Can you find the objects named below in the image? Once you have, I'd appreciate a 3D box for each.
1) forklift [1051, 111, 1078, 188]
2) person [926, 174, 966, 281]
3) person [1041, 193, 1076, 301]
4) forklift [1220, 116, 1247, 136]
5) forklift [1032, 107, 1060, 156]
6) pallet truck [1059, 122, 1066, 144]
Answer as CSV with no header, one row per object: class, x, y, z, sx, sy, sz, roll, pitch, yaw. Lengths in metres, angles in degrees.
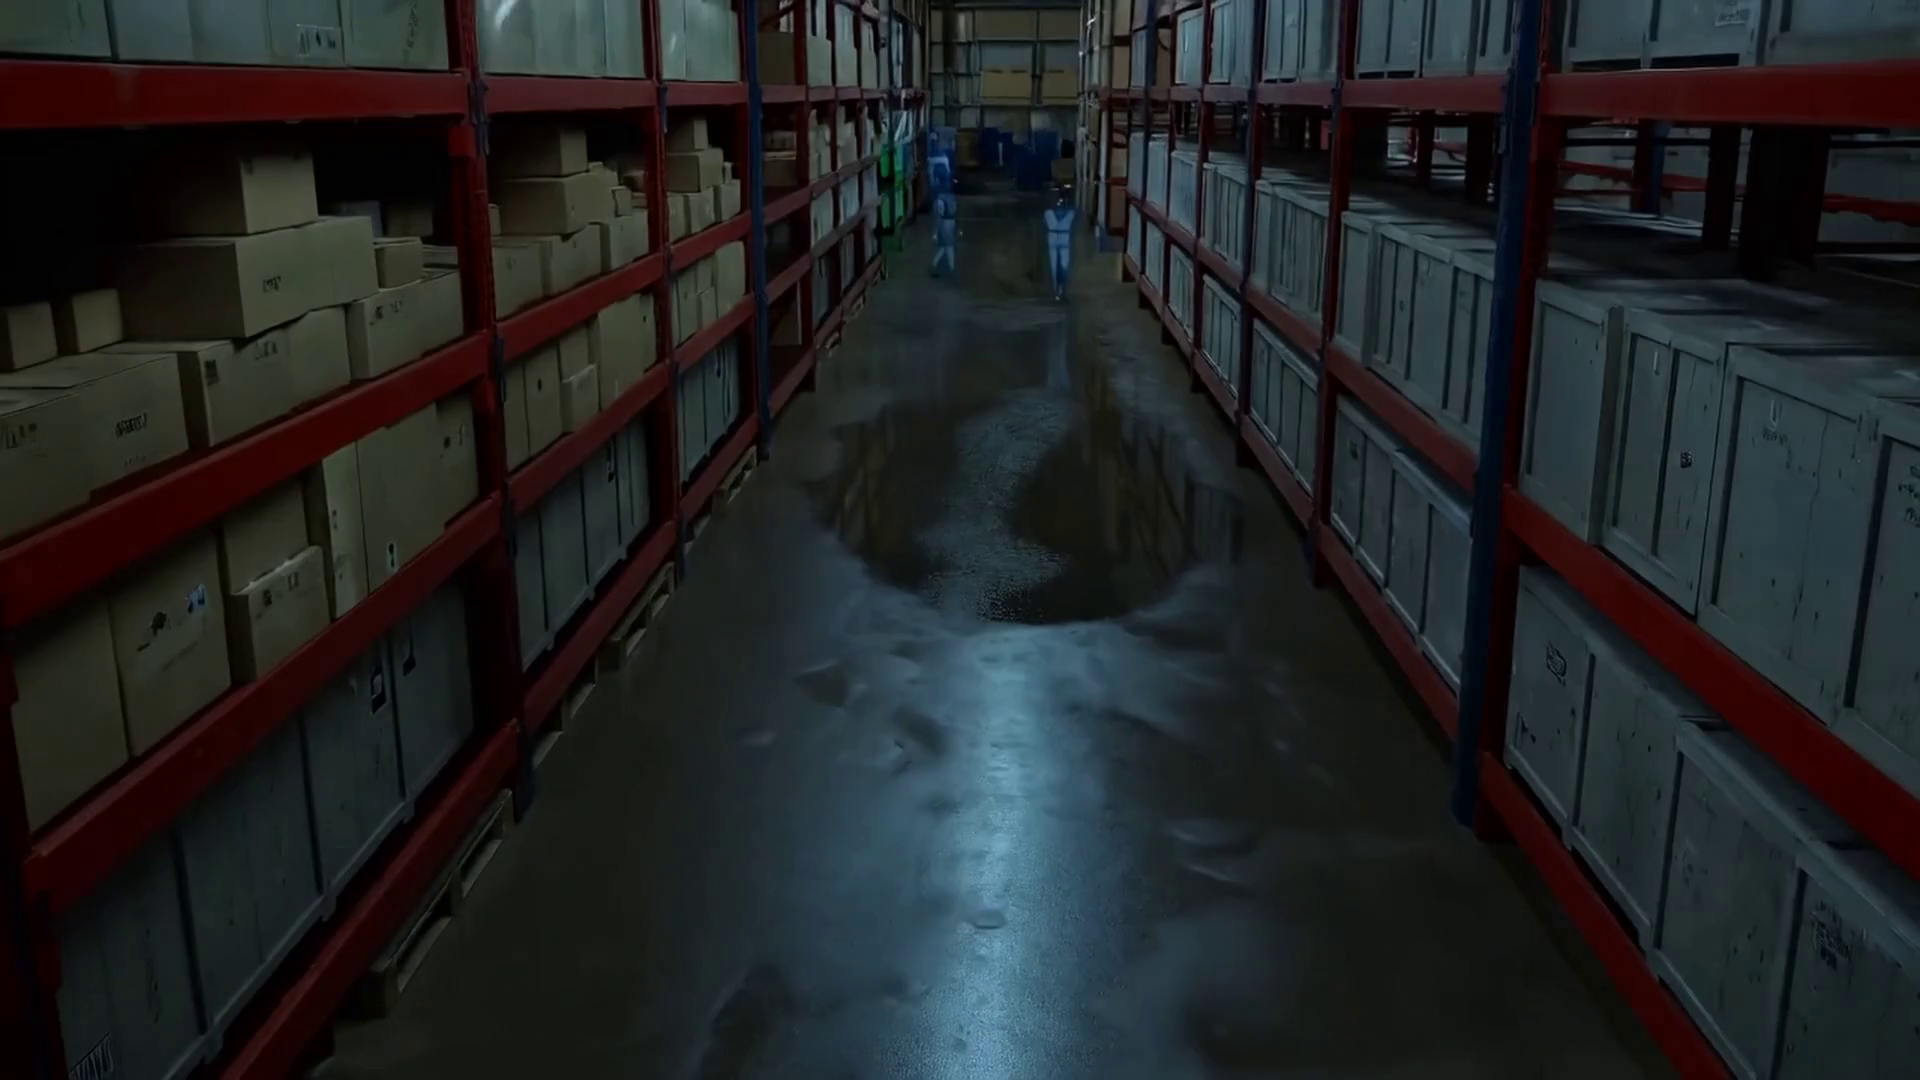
forklift,4.389,-14.524,61.831,1.873,2.768,1.129,3,15,10
person,-0.289,-5.937,31.559,0.991,2.007,0.623,12,19,37
person,1.682,-4.991,28.373,0.576,1.820,0.728,2,15,6
forklift,7.857,-10.677,47.518,1.129,2.768,1.873,0,15,2
forklift,3.952,-19.374,79.877,1.129,2.768,1.873,-7,17,-24
pallet truck,5.788,-21.111,88.014,1.885,1.965,0.823,5,16,18
